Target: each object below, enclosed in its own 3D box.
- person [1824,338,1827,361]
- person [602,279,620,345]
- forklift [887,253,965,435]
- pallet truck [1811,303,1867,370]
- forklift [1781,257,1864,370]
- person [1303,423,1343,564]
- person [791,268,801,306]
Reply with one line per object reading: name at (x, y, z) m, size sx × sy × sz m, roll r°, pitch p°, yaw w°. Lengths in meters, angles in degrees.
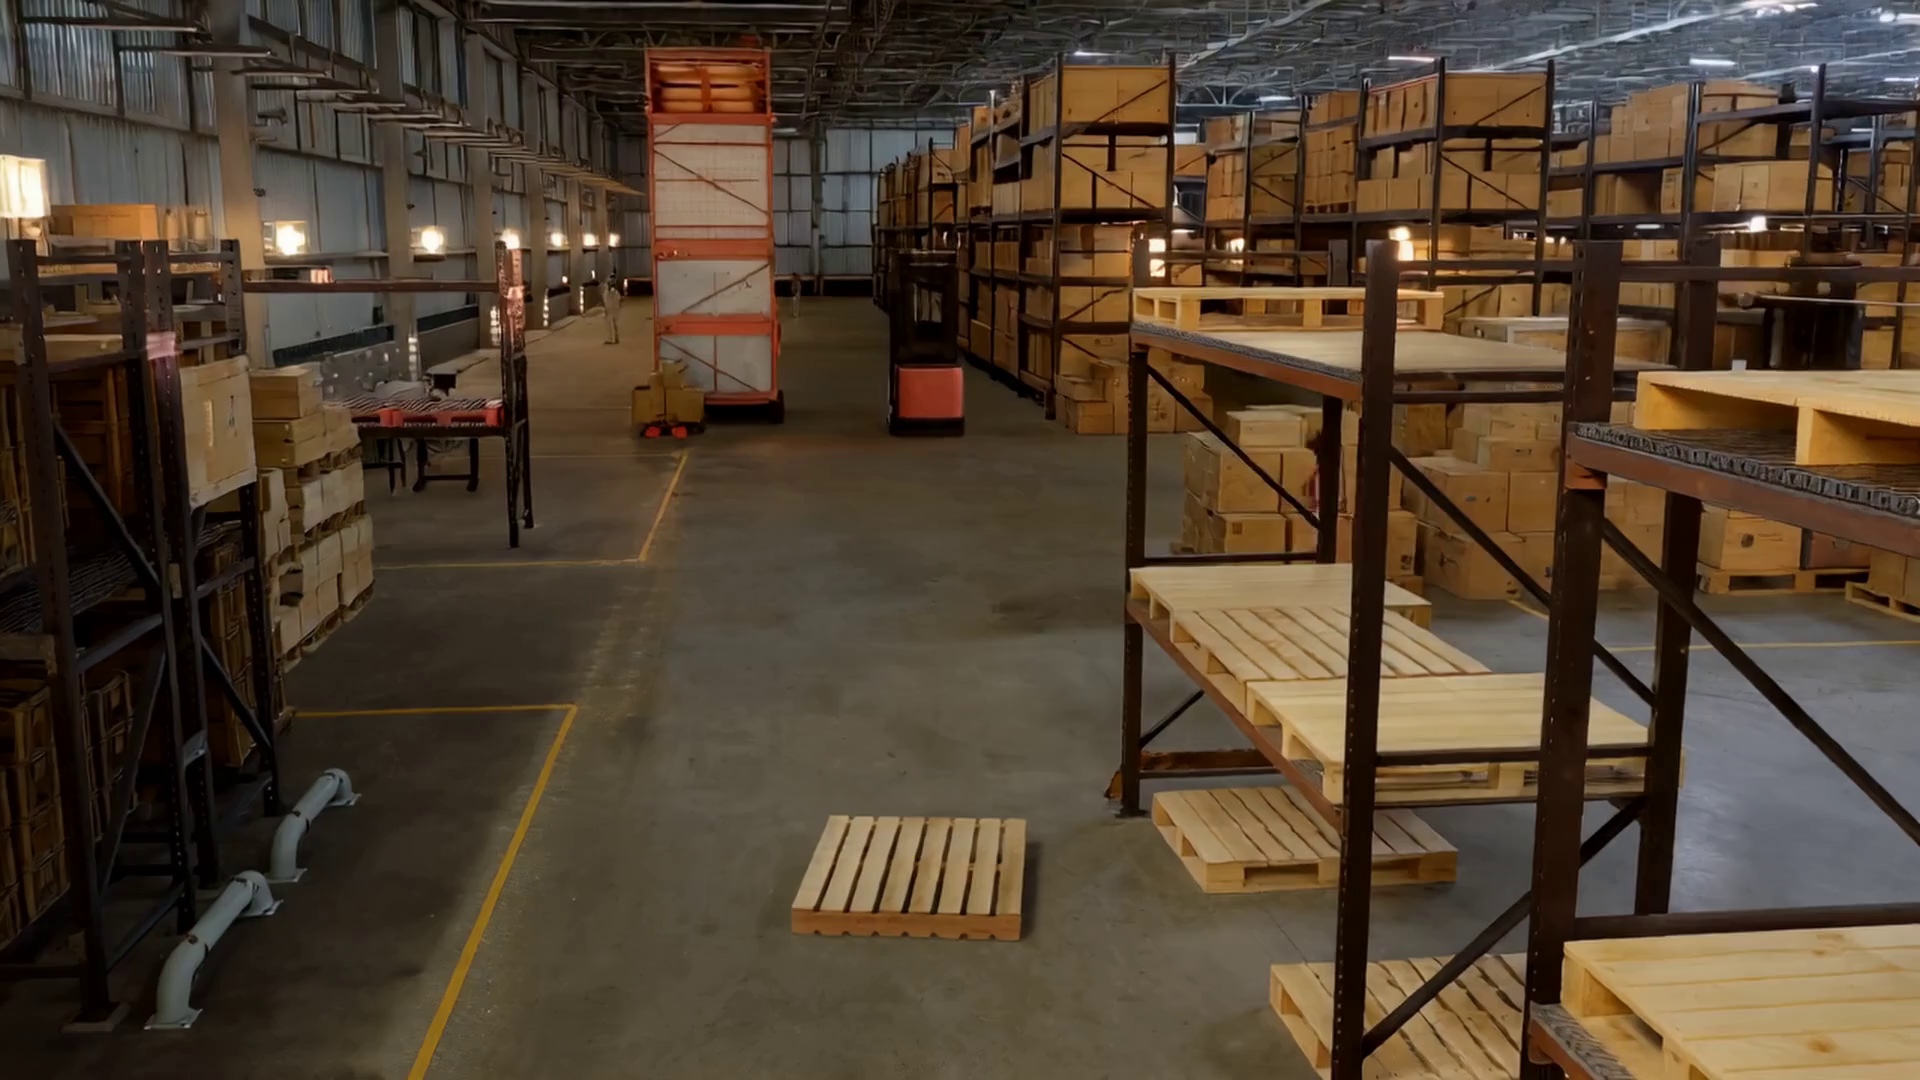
person at (13.050, -2.394, 24.898) m, size 0.587 × 1.911 × 0.397 m, roll -10°, pitch 14°, yaw -43°
person at (-10.169, -6.619, 48.327) m, size 0.406 × 1.902 × 0.636 m, roll 6°, pitch 12°, yaw 31°
forklift at (-0.541, -3.118, 26.210) m, size 1.129 × 2.768 × 1.873 m, roll -1°, pitch 10°, yaw -6°
pallet truck at (15.846, -3.142, 28.793) m, size 1.885 × 1.965 × 0.823 m, roll 2°, pitch 10°, yaw 12°
forklift at (10.001, -1.896, 19.437) m, size 1.873 × 2.768 × 1.129 m, roll -1°, pitch 10°, yaw -6°
person at (2.886, -0.100, 12.965) m, size 0.532 × 1.627 × 0.522 m, roll 3°, pitch 11°, yaw 14°
person at (-7.585, -11.703, 76.937) m, size 0.490 × 1.741 × 0.322 m, roll -1°, pitch 10°, yaw -6°
